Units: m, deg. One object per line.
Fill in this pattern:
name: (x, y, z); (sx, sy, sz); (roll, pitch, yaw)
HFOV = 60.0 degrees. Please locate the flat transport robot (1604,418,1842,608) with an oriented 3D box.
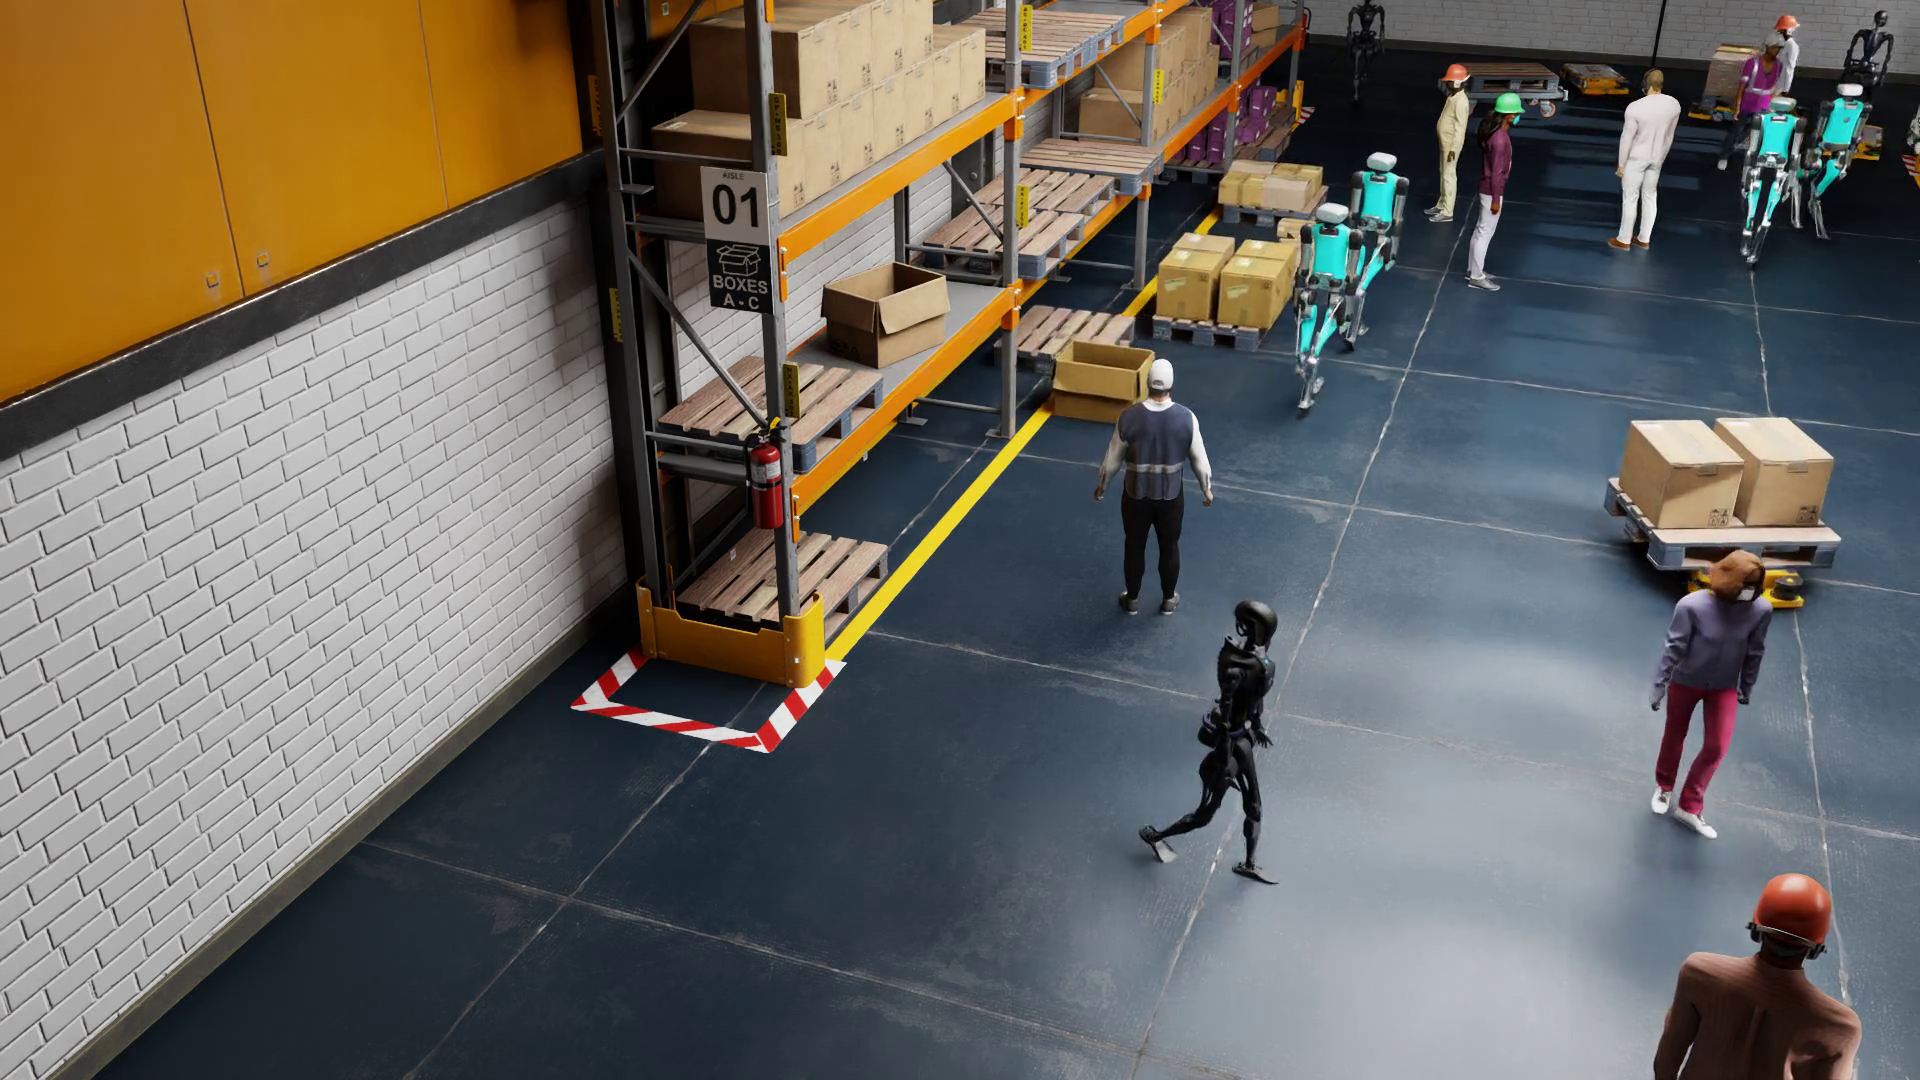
flat transport robot: (5.249, 0.064, 11.627); (0.659, 0.231, 1.431); (-1, 27, -1)

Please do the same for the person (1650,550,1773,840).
person: (3.901, 0.790, 8.745); (0.574, 1.618, 0.457); (3, 27, 7)

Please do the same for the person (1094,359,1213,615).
person: (1.254, -0.331, 10.764); (0.770, 1.756, 0.445); (2, 27, 3)

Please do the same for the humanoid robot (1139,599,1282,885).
humanoid robot: (1.310, 0.987, 8.341); (0.737, 1.629, 0.608); (14, 30, 25)

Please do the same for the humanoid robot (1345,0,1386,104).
humanoid robot: (5.920, -7.185, 24.179); (0.608, 1.635, 0.710); (-1, 27, -2)

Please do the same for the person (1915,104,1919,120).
person: (13.176, -6.274, 22.205); (0.628, 1.843, 0.429); (10, 29, 18)

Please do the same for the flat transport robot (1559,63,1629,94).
flat transport robot: (9.689, -7.052, 25.430); (0.659, 0.231, 1.431); (1, 27, 3)

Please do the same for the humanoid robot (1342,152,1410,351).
humanoid robot: (3.658, -2.575, 15.186); (0.531, 1.778, 0.995); (15, 31, 27)

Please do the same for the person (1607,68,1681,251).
person: (7.325, -4.069, 17.848); (0.621, 1.925, 0.386); (-6, 28, -11)

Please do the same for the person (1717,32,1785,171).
person: (9.733, -5.351, 20.467); (0.529, 1.799, 0.996); (2, 27, 5)

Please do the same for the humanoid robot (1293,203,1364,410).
humanoid robot: (2.945, -1.863, 13.758); (0.540, 1.745, 0.960); (16, 31, 28)

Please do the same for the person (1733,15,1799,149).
person: (10.664, -6.006, 21.805); (0.740, 1.724, 0.576); (0, 27, 1)

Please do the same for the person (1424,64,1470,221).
person: (5.540, -4.504, 18.868); (0.335, 1.747, 0.574); (3, 27, 5)

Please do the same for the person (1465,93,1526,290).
person: (5.343, -3.508, 16.722); (0.427, 1.949, 0.498); (5, 28, 9)

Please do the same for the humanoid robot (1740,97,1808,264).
humanoid robot: (8.339, -3.654, 17.252); (0.550, 1.766, 0.905); (16, 31, 28)

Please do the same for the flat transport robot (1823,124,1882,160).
flat transport robot: (11.817, -5.291, 22.015); (0.659, 0.231, 1.431); (13, 30, 23)

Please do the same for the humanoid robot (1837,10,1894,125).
humanoid robot: (12.220, -6.319, 22.494); (0.657, 1.635, 0.591); (-24, 36, -39)

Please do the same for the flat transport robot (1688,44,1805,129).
flat transport robot: (11.078, -6.019, 23.426); (1.431, 0.231, 0.659); (15, 31, 27)

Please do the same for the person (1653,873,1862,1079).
person: (2.785, 2.033, 5.941); (0.610, 1.986, 0.402); (21, 34, 35)

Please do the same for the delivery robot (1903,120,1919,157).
delivery robot: (12.766, -5.274, 21.666); (0.796, 0.592, 0.499); (7, 28, 12)

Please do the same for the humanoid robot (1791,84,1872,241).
humanoid robot: (9.427, -4.148, 18.197); (0.547, 1.763, 0.904); (1, 27, 1)
